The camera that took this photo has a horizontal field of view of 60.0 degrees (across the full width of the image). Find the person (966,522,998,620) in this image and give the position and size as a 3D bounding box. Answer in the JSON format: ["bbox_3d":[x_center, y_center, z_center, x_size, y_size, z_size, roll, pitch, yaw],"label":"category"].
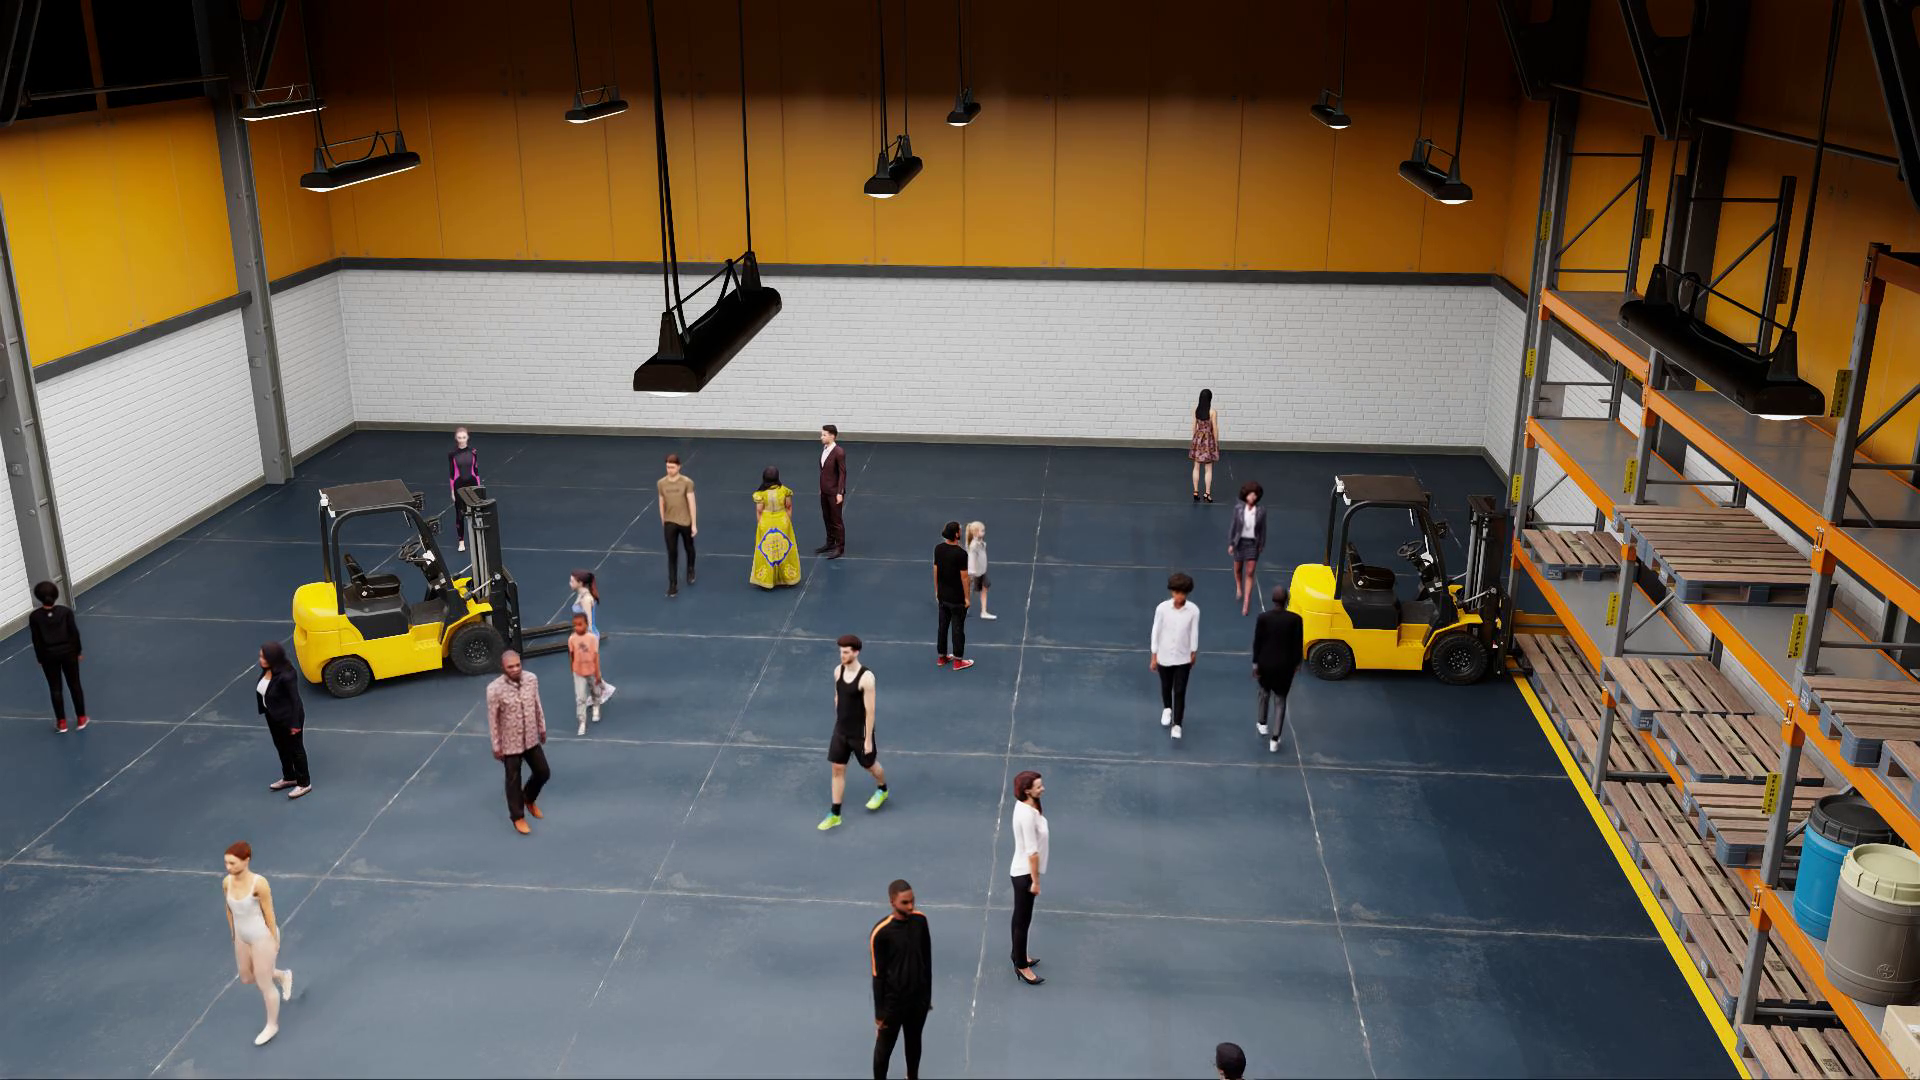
[{"bbox_3d":[0.141,0.383,20.759,0.727,1.255,0.853,7,20,21],"label":"person"}]

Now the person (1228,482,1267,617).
[{"bbox_3d":[3.610,0.074,21.045,0.701,1.658,1.061,4,19,12],"label":"person"}]

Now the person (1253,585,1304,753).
[{"bbox_3d":[3.255,1.350,17.127,0.715,1.741,0.904,4,19,13],"label":"person"}]

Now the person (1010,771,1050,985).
[{"bbox_3d":[0.516,2.648,13.186,0.678,1.795,0.477,0,19,0],"label":"person"}]

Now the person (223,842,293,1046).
[{"bbox_3d":[-5.246,2.959,12.527,0.638,1.626,0.861,5,19,13],"label":"person"}]

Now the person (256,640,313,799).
[{"bbox_3d":[-6.591,1.720,16.224,0.768,1.615,0.792,13,23,34],"label":"person"}]

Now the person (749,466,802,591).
[{"bbox_3d":[-2.434,-0.167,21.756,0.971,1.660,0.947,-6,19,-17],"label":"person"}]

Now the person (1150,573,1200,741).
[{"bbox_3d":[2.257,1.186,17.584,0.672,1.759,1.097,3,19,9],"label":"person"}]

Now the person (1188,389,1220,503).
[{"bbox_3d":[3.731,-1.443,25.367,0.788,1.774,0.823,12,22,31],"label":"person"}]

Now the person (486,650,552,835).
[{"bbox_3d":[-4.169,1.844,15.578,0.844,1.793,0.907,-16,24,-39],"label":"person"}]

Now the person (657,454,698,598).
[{"bbox_3d":[-3.633,-0.235,21.718,0.722,1.814,1.220,1,19,3],"label":"person"}]

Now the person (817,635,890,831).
[{"bbox_3d":[-0.934,1.772,15.703,1.094,1.850,1.283,14,23,35],"label":"person"}]

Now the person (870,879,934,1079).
[{"bbox_3d":[-0.415,3.171,11.620,0.693,1.805,0.725,-12,22,-31],"label":"person"}]

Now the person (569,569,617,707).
[{"bbox_3d":[-3.994,1.084,18.143,0.753,1.597,0.696,-5,19,-15],"label":"person"}]

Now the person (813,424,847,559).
[{"bbox_3d":[-1.774,-0.697,23.011,0.841,1.865,0.768,-13,23,-34],"label":"person"}]

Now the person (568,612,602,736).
[{"bbox_3d":[-3.969,1.379,17.762,0.578,1.281,0.918,-1,19,-4],"label":"person"}]

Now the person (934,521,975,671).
[{"bbox_3d":[-0.093,0.630,19.240,0.708,1.757,0.720,14,23,35],"label":"person"}]

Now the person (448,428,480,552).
[{"bbox_3d":[-6.917,-0.727,23.280,0.660,1.749,0.702,-9,21,-24],"label":"person"}]

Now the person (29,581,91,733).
[{"bbox_3d":[-9.547,1.219,17.619,0.681,1.675,0.706,-10,21,-28],"label":"person"}]
